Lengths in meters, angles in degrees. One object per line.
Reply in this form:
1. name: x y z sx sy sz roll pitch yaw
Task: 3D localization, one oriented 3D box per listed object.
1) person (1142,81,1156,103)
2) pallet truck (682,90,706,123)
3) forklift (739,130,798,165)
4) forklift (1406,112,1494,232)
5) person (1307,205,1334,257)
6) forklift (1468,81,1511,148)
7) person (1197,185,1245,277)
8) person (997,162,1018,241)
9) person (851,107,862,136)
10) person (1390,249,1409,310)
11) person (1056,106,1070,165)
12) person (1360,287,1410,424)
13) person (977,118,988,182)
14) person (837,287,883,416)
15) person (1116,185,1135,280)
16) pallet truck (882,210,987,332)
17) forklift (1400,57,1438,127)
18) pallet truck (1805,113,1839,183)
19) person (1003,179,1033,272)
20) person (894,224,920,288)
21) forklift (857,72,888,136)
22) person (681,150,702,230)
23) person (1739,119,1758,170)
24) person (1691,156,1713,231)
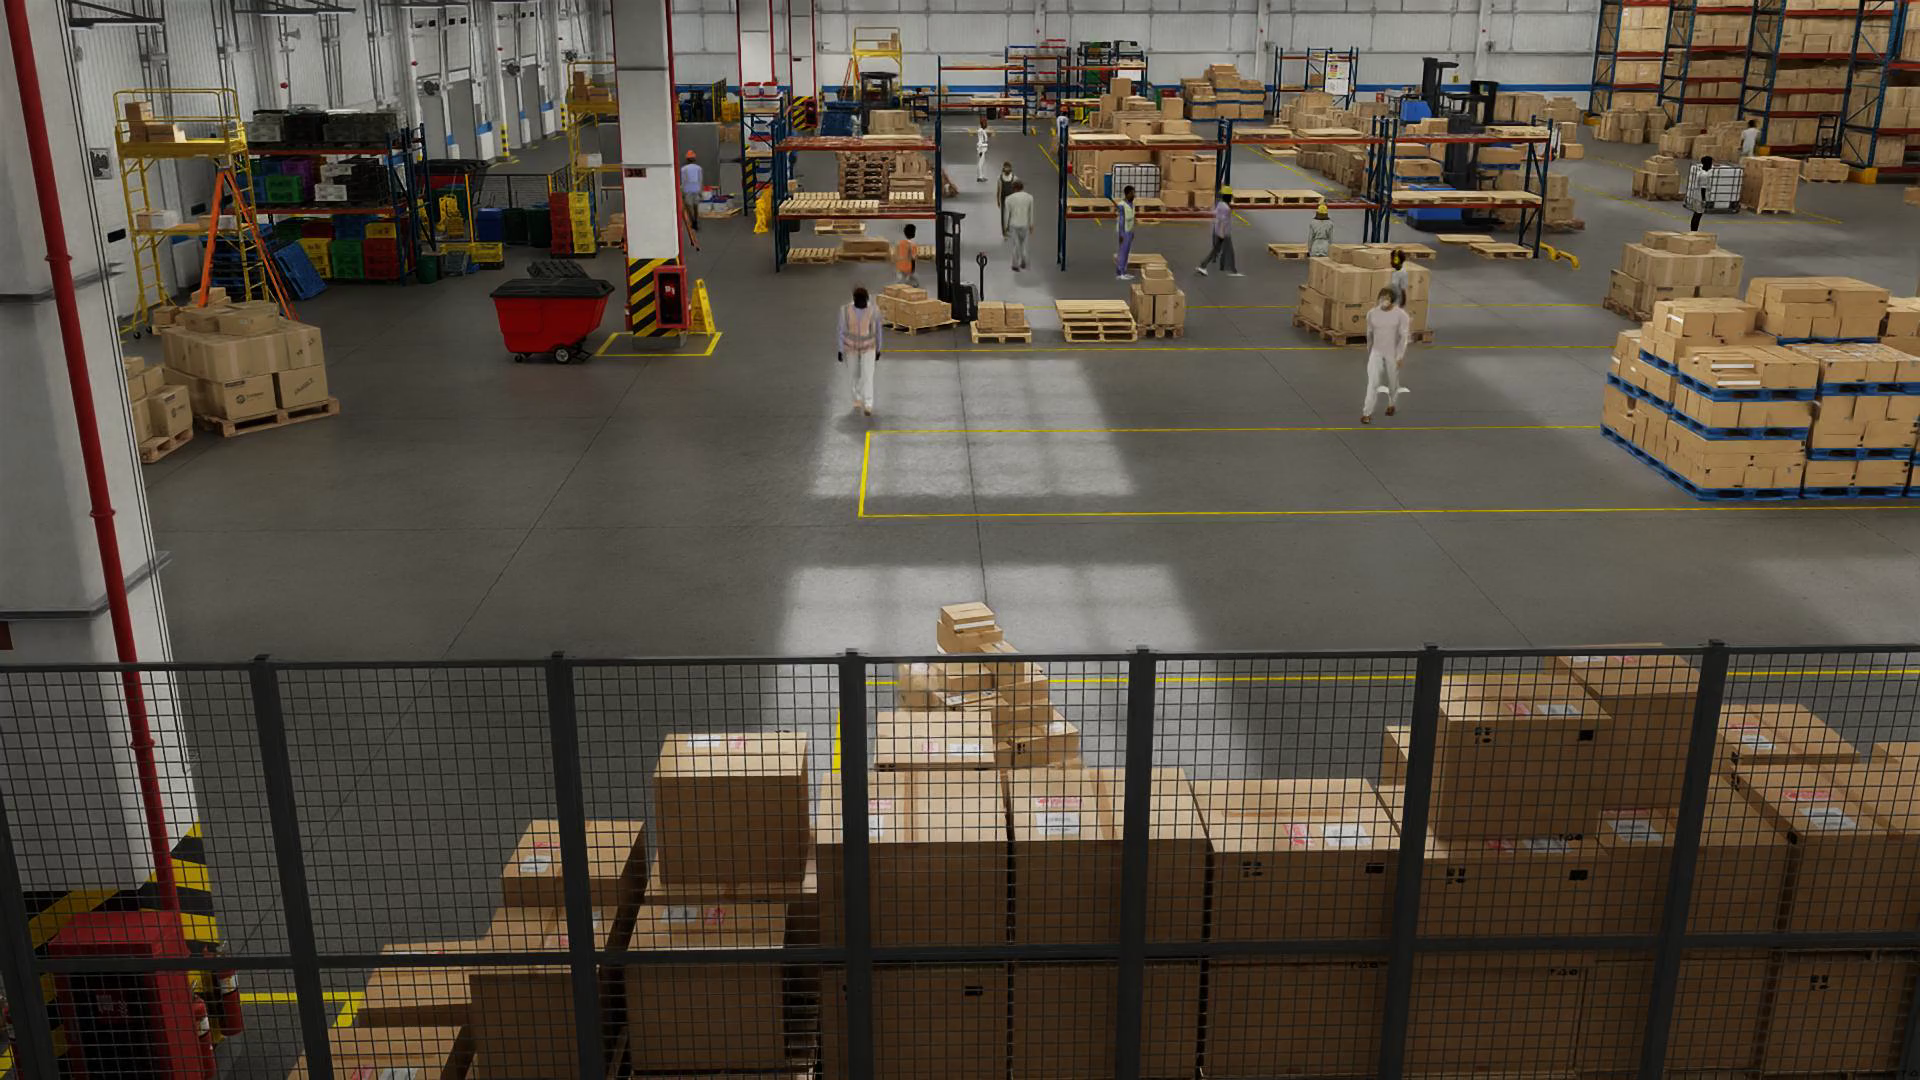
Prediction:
1. person: 7.739 -17.925 68.518 0.644 1.924 0.537 -2 19 -6
2. pallet truck: -9.671 -15.907 62.421 0.823 1.965 1.885 5 19 15
3. forklift: -6.389 -13.889 55.073 1.873 2.768 1.129 -1 19 -1
4. forklift: 12.031 -8.987 40.531 1.873 2.768 1.129 -1 19 -2
5. person: 7.001 -5.644 32.368 0.493 1.743 0.295 1 19 3
6. forklift: 16.581 -13.188 52.995 1.873 2.768 1.129 -9 20 -24
7. person: 5.395 -6.360 34.283 0.961 1.883 0.592 -2 19 -5
8. person: 1.119 -8.043 39.387 0.511 1.812 0.938 -1 19 -4
9. person: -3.583 -14.343 58.349 0.546 1.617 0.531 -6 20 -18
10. person: 6.904 -3.660 26.320 0.340 1.864 0.594 0 19 1
11. person: 3.419 -13.364 54.970 0.375 1.938 0.546 -16 25 -40
12. person: 5.902 -2.576 23.080 0.631 1.883 1.074 10 21 28
13. person: 0.680 -11.858 50.583 0.337 1.882 0.583 4 19 12
14. person: -1.415 -2.674 23.492 0.628 1.792 0.974 1 19 2
15. person: 3.384 -6.295 34.032 0.372 1.914 0.597 9 21 26
16. pallet truck: -0.493 -4.759 29.349 1.885 1.965 0.823 -13 23 -34
17. forklift: 19.327 -18.501 68.755 1.873 2.768 1.129 -1 19 -1
18. pallet truck: 26.403 -11.957 50.702 0.823 1.965 1.885 6 19 16
19. person: 1.209 -6.608 34.939 0.647 1.925 0.440 -6 19 -16
20. person: -0.959 -4.956 30.474 0.547 1.637 0.923 18 25 42
21. forklift: -3.003 -15.007 58.391 1.129 2.768 1.873 -6 20 -18
22. person: -6.559 -8.562 40.745 0.547 1.925 0.504 -9 21 -25
23. person: 24.190 -11.985 51.072 0.516 1.818 0.996 4 19 10
24. person: 17.455 -8.046 39.148 0.367 1.966 0.607 4 19 11
